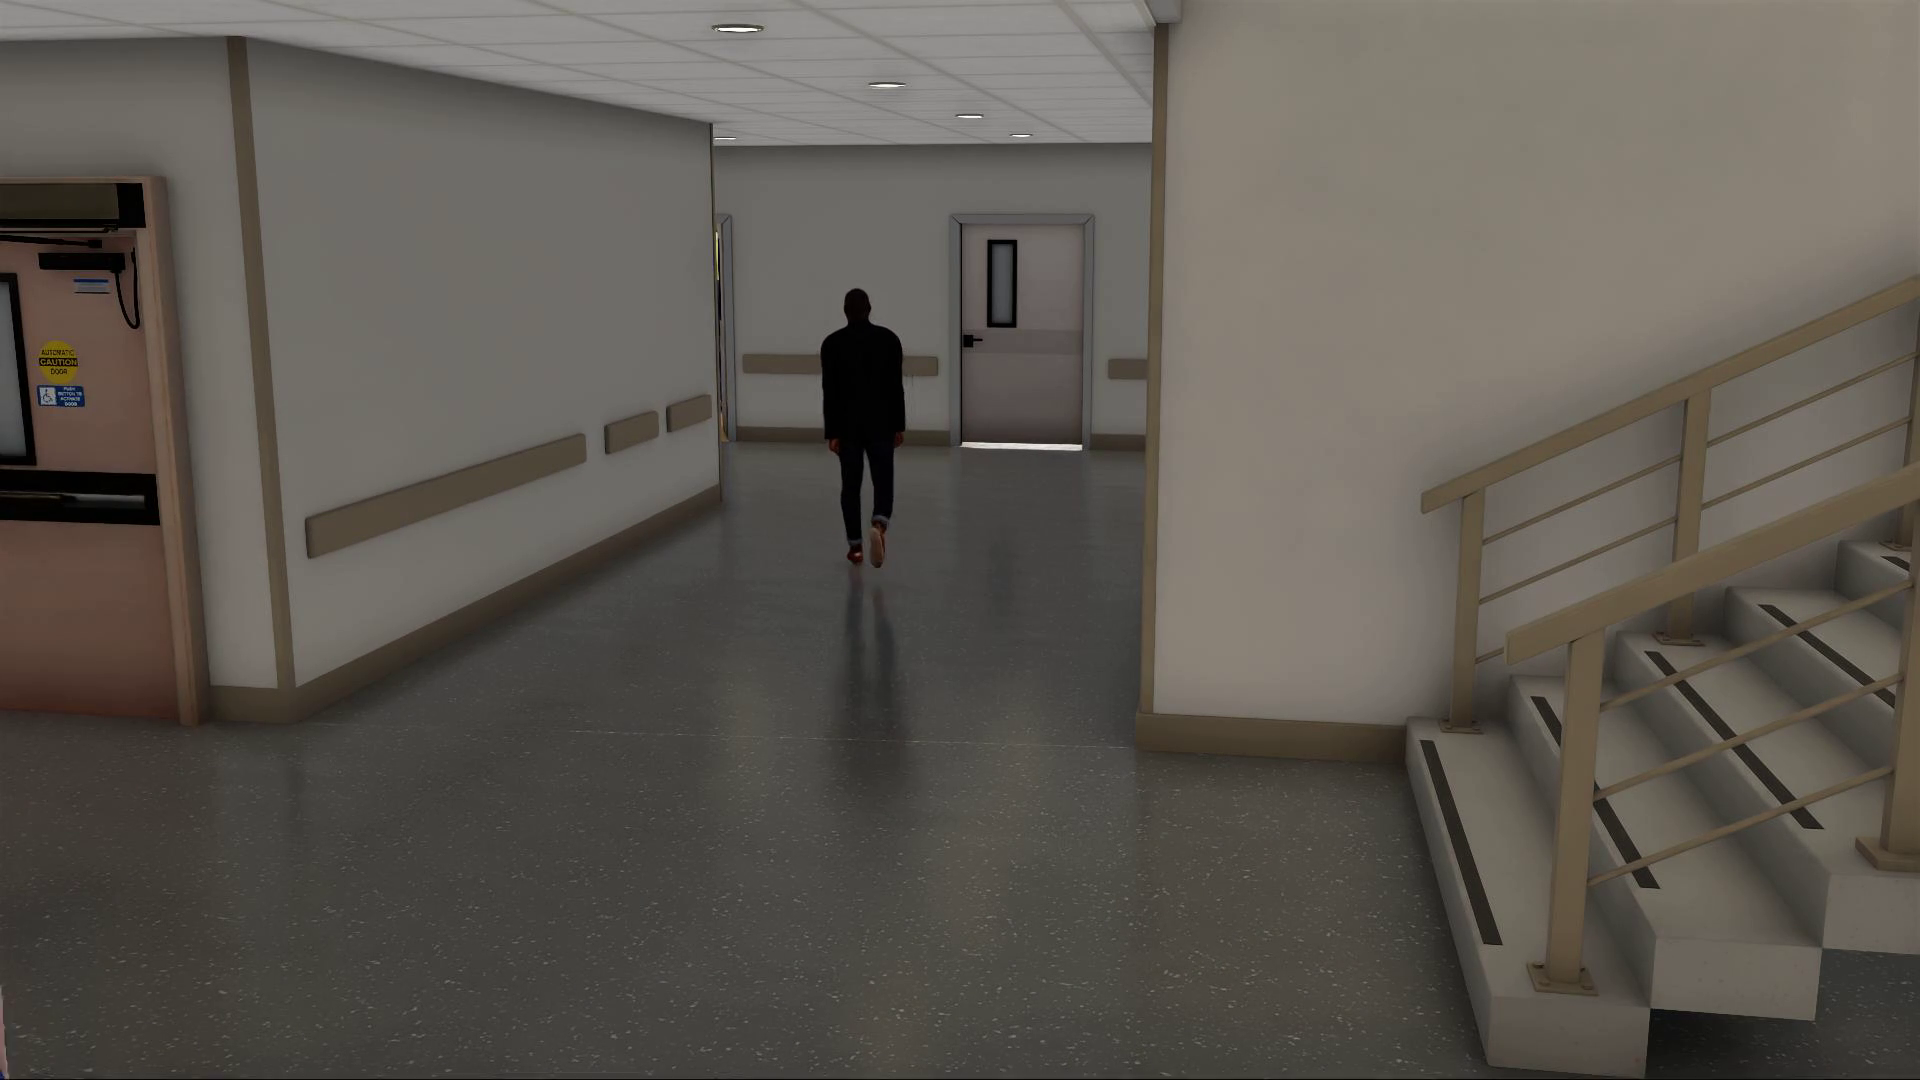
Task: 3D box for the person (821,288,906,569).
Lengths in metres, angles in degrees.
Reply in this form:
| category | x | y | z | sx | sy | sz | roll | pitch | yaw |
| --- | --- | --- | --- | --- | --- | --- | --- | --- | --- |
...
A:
| category | x | y | z | sx | sy | sz | roll | pitch | yaw |
| --- | --- | --- | --- | --- | --- | --- | --- | --- | --- |
| person | -0.604 | -0.684 | 10.628 | 1.030 | 1.799 | 0.936 | -1 | 11 | -7 |
